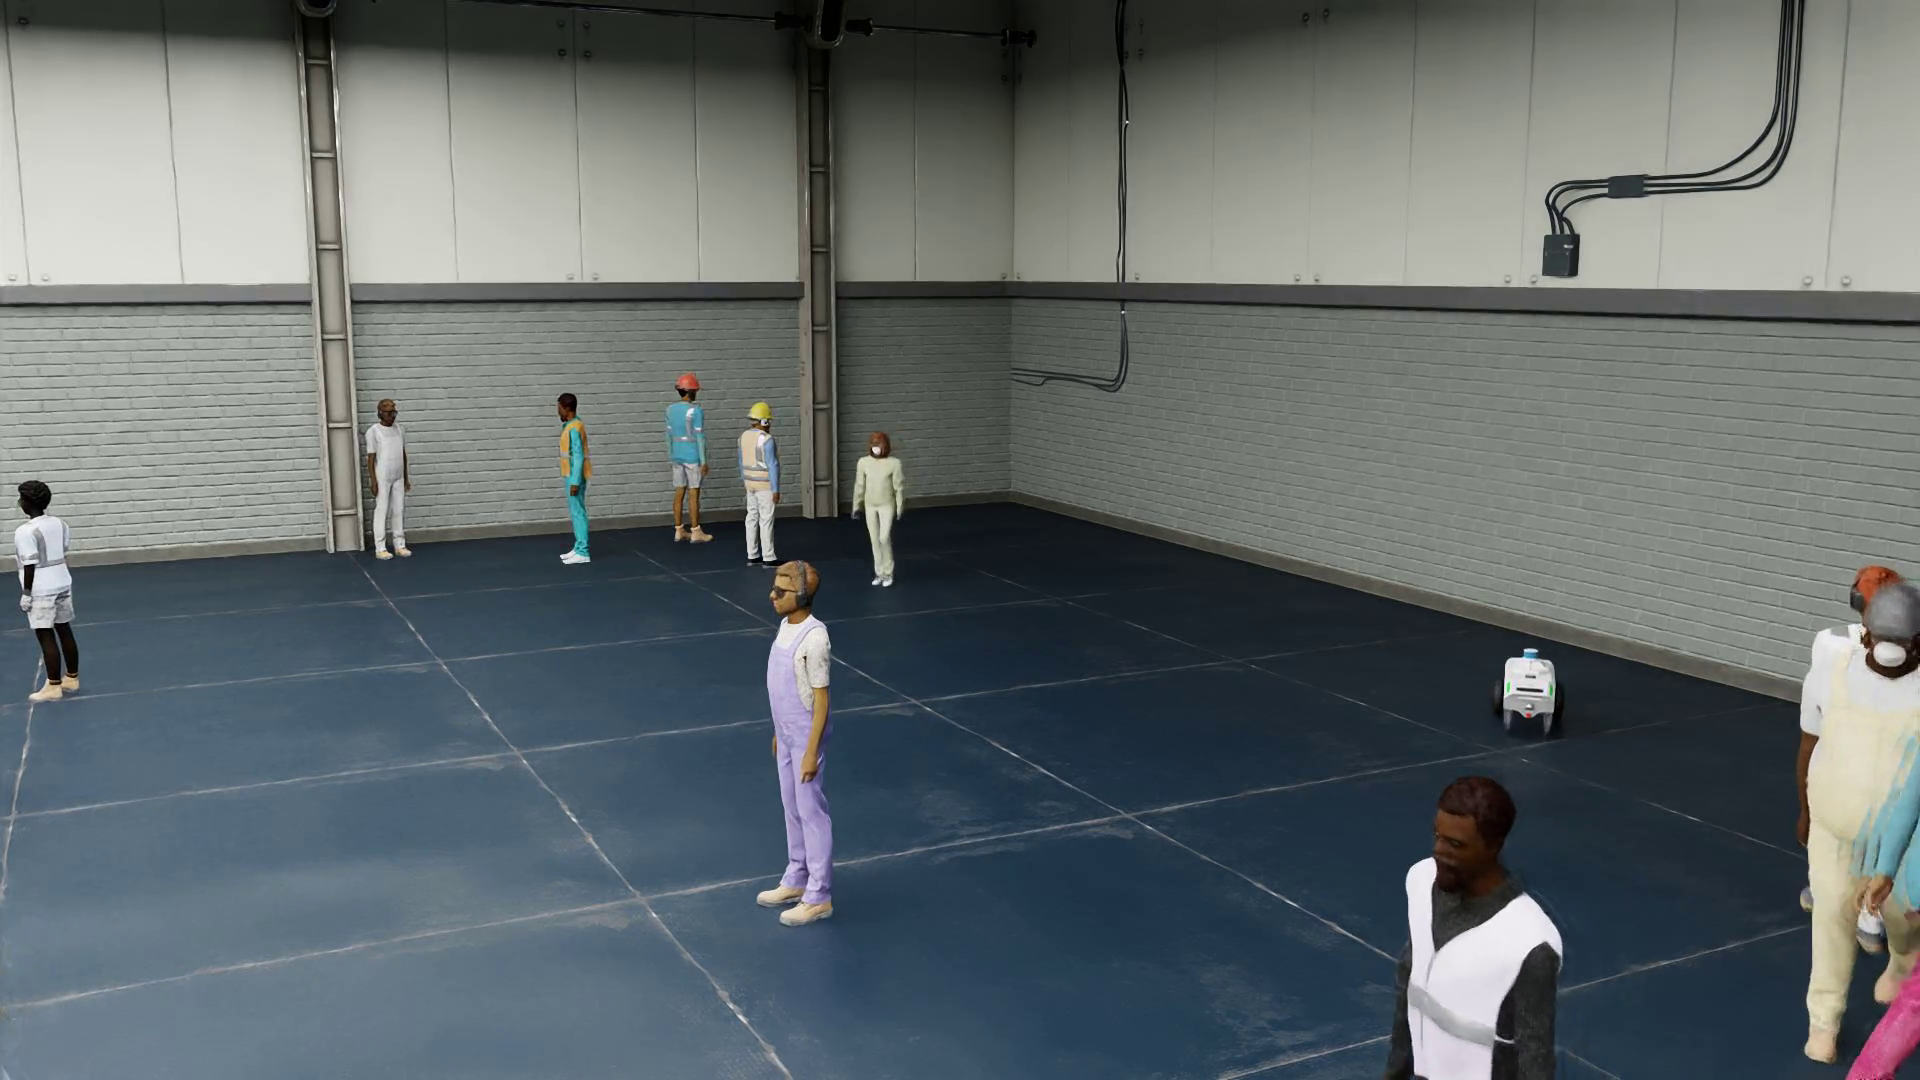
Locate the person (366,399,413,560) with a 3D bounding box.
[{"bbox_3d":[-6.508,-0.694,18.951,0.341,1.839,0.501,6,11,32],"label":"person"}]

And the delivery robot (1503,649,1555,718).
[{"bbox_3d":[4.101,1.027,11.977,0.477,0.478,0.707,3,10,18],"label":"delivery robot"}]

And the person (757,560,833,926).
[{"bbox_3d":[-0.821,1.010,8.404,0.345,1.847,0.508,-5,10,-28],"label":"person"}]

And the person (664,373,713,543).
[{"bbox_3d":[-3.273,-0.985,20.085,0.605,2.045,0.383,7,11,36],"label":"person"}]

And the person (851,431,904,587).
[{"bbox_3d":[-0.868,-0.315,17.258,0.507,1.620,0.488,4,10,21],"label":"person"}]

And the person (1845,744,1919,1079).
[{"bbox_3d":[3.743,1.330,6.181,1.101,1.924,0.645,-1,9,-5],"label":"person"}]

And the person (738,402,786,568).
[{"bbox_3d":[-2.183,-0.603,18.377,0.590,1.835,0.404,9,13,44],"label":"person"}]

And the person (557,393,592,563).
[{"bbox_3d":[-4.334,-0.695,18.703,0.386,1.915,0.608,-3,10,-16],"label":"person"}]

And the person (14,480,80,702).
[{"bbox_3d":[-6.987,0.386,12.704,0.320,1.695,0.537,1,9,4],"label":"person"}]

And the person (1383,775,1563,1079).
[{"bbox_3d":[1.496,1.574,4.776,0.716,1.898,0.603,-3,10,-17],"label":"person"}]

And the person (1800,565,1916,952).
[{"bbox_3d":[4.445,1.035,8.227,0.614,1.848,0.791,2,9,11],"label":"person"}]

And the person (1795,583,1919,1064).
[{"bbox_3d":[3.926,1.127,7.083,0.686,2.000,0.912,6,11,34],"label":"person"}]
